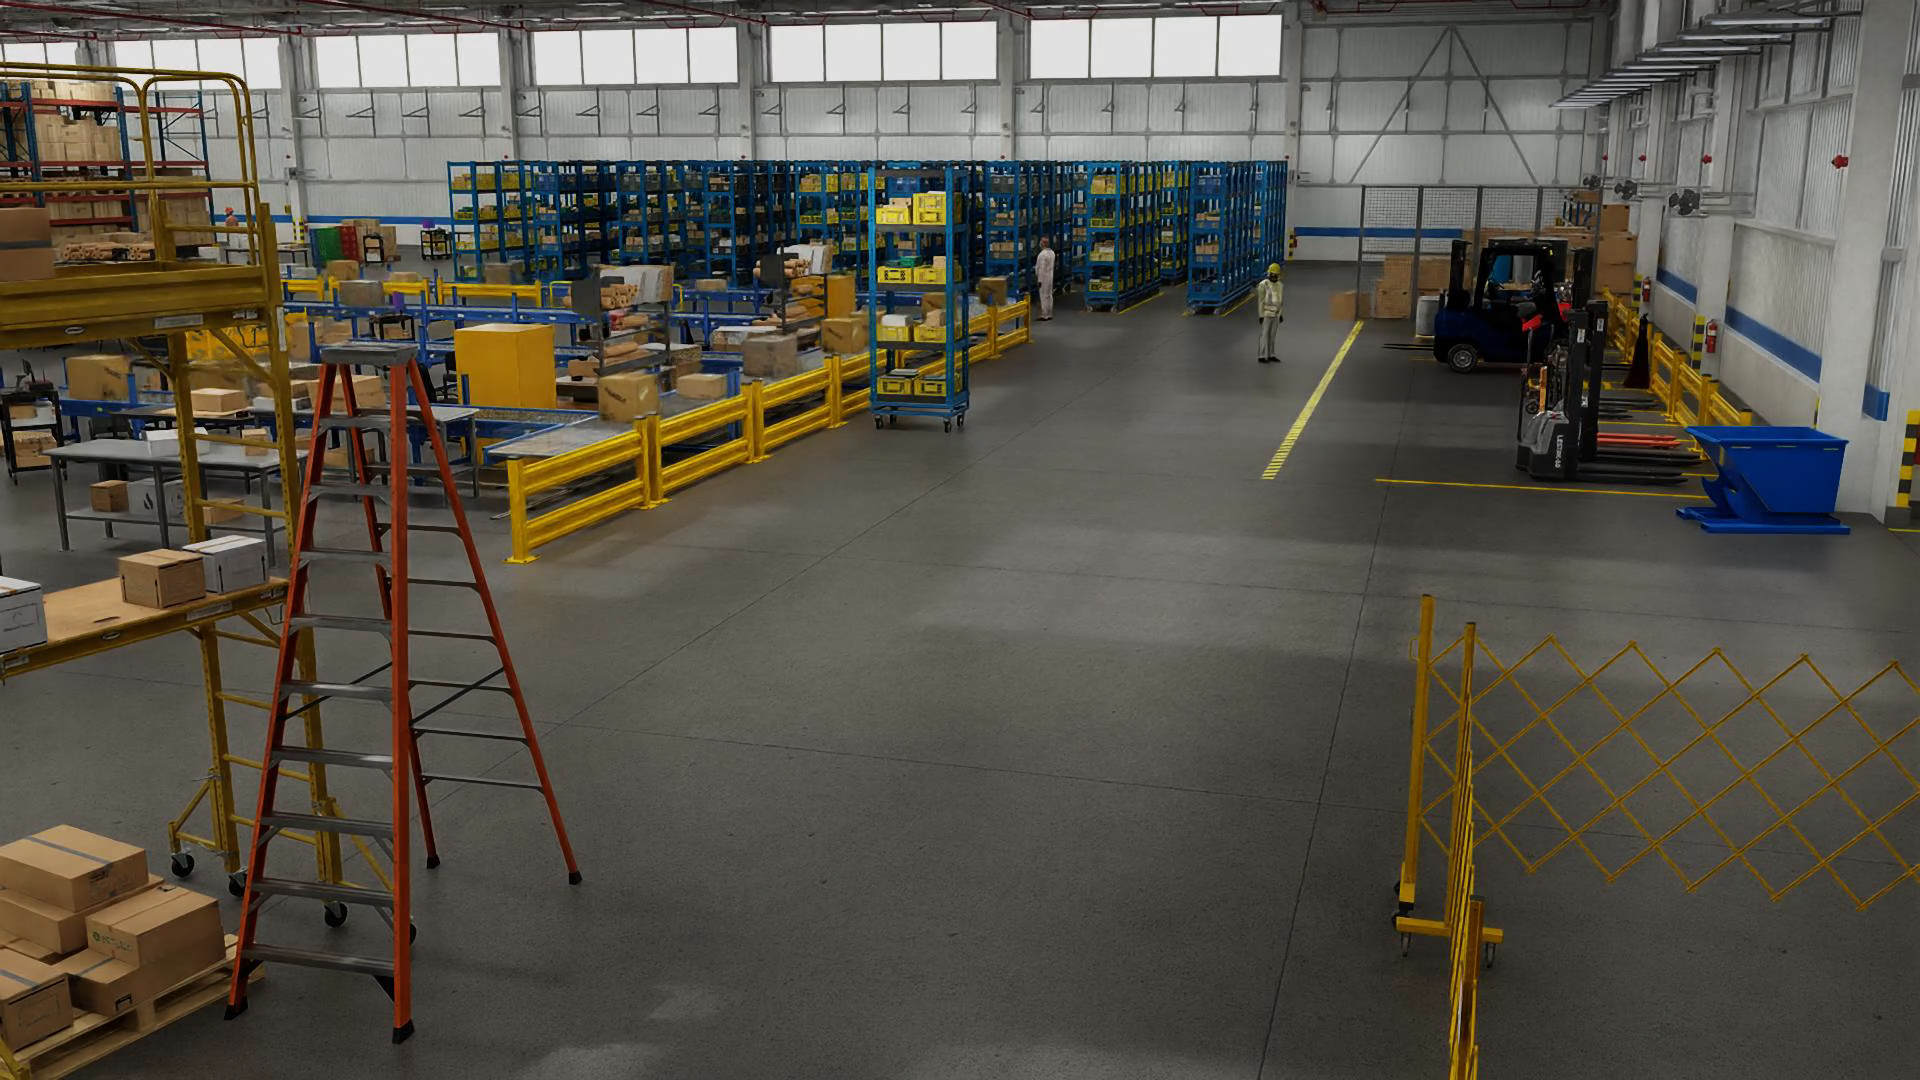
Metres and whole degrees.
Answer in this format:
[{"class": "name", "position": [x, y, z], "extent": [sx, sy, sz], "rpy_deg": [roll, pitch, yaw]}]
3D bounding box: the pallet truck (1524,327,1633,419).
[{"class": "pallet truck", "position": [9.065, -2.460, 24.370], "extent": [1.522, 1.261, 0.704], "rpy_deg": [3, 13, 14]}]

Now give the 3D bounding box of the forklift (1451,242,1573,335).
[{"class": "forklift", "position": [10.464, -4.597, 31.405], "extent": [2.680, 1.987, 1.157], "rpy_deg": [4, 14, 16]}]

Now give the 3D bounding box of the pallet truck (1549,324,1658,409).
[{"class": "pallet truck", "position": [9.824, -2.669, 25.407], "extent": [1.601, 1.201, 0.680], "rpy_deg": [4, 14, 16]}]

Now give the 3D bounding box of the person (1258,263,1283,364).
[{"class": "person", "position": [5.716, -4.156, 30.522], "extent": [0.592, 1.828, 0.404], "rpy_deg": [-9, 16, -35]}]

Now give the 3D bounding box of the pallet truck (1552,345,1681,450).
[{"class": "pallet truck", "position": [8.641, -1.896, 21.908], "extent": [1.630, 1.274, 0.653], "rpy_deg": [4, 14, 16]}]

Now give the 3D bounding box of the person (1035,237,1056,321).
[{"class": "person", "position": [1.943, -6.009, 38.358], "extent": [0.409, 1.908, 0.639], "rpy_deg": [7, 15, 26]}]

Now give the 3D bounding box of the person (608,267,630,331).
[{"class": "person", "position": [-6.224, -4.092, 30.387], "extent": [0.526, 1.765, 0.329], "rpy_deg": [9, 16, 34]}]

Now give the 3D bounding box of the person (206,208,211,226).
[{"class": "person", "position": [-29.150, -11.905, 64.038], "extent": [0.800, 1.816, 0.626], "rpy_deg": [-4, 14, -16]}]

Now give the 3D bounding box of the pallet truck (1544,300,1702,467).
[{"class": "pallet truck", "position": [8.263, -1.952, 20.631], "extent": [1.885, 1.965, 0.823], "rpy_deg": [5, 14, 20]}]

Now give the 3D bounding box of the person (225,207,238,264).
[{"class": "person", "position": [-25.600, -10.707, 58.489], "extent": [0.415, 1.985, 0.611], "rpy_deg": [3, 13, 11]}]

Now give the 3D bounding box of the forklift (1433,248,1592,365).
[{"class": "forklift", "position": [9.780, -4.111, 29.280], "extent": [2.680, 1.987, 1.157], "rpy_deg": [3, 13, 14]}]

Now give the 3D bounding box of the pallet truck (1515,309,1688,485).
[{"class": "pallet truck", "position": [7.554, -1.677, 19.446], "extent": [1.885, 1.965, 0.823], "rpy_deg": [3, 13, 14]}]

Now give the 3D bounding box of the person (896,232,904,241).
[{"class": "person", "position": [-1.890, -9.240, 52.472], "extent": [0.560, 1.834, 0.433], "rpy_deg": [3, 13, 11]}]
